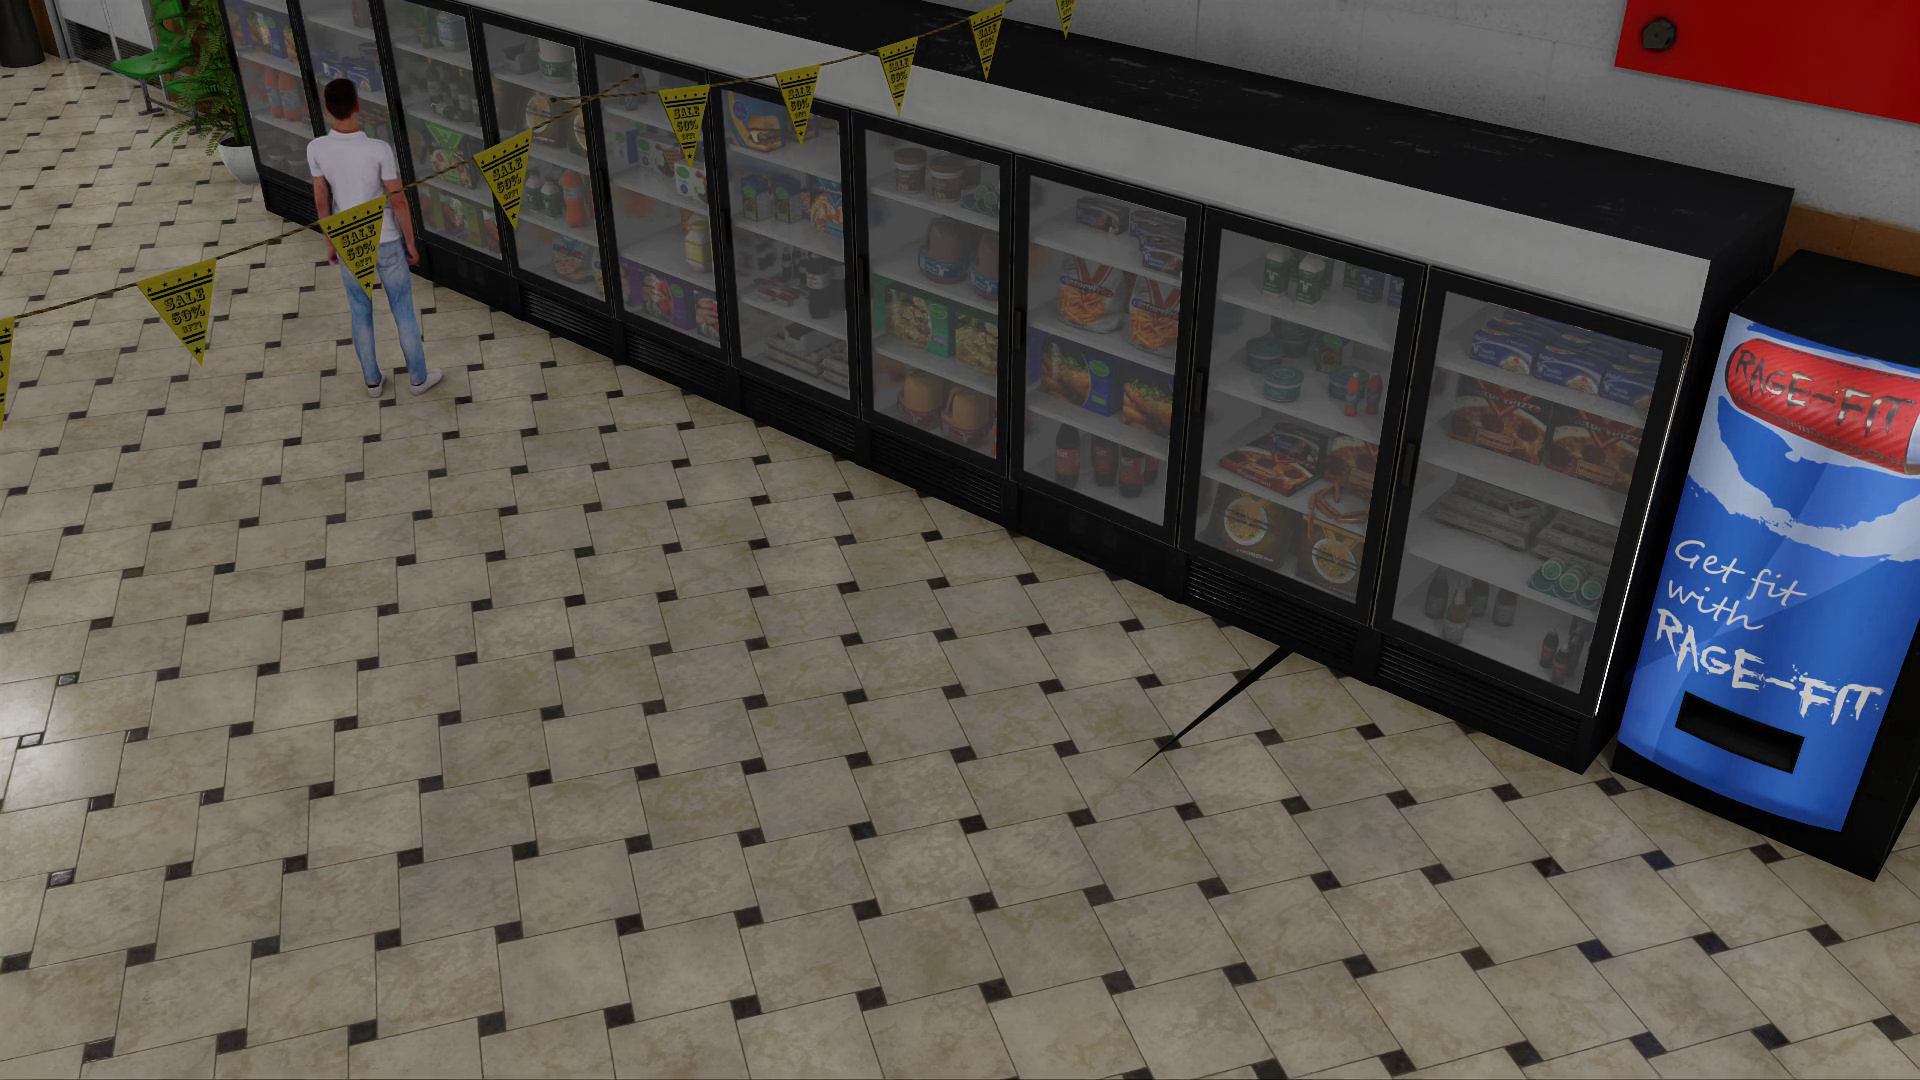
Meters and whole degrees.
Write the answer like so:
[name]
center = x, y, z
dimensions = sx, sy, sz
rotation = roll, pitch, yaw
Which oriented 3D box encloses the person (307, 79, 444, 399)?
[person]
center = -3.374, -1.698, 9.493
dimensions = 0.729, 1.851, 0.771
rotation = -1, 32, -1
